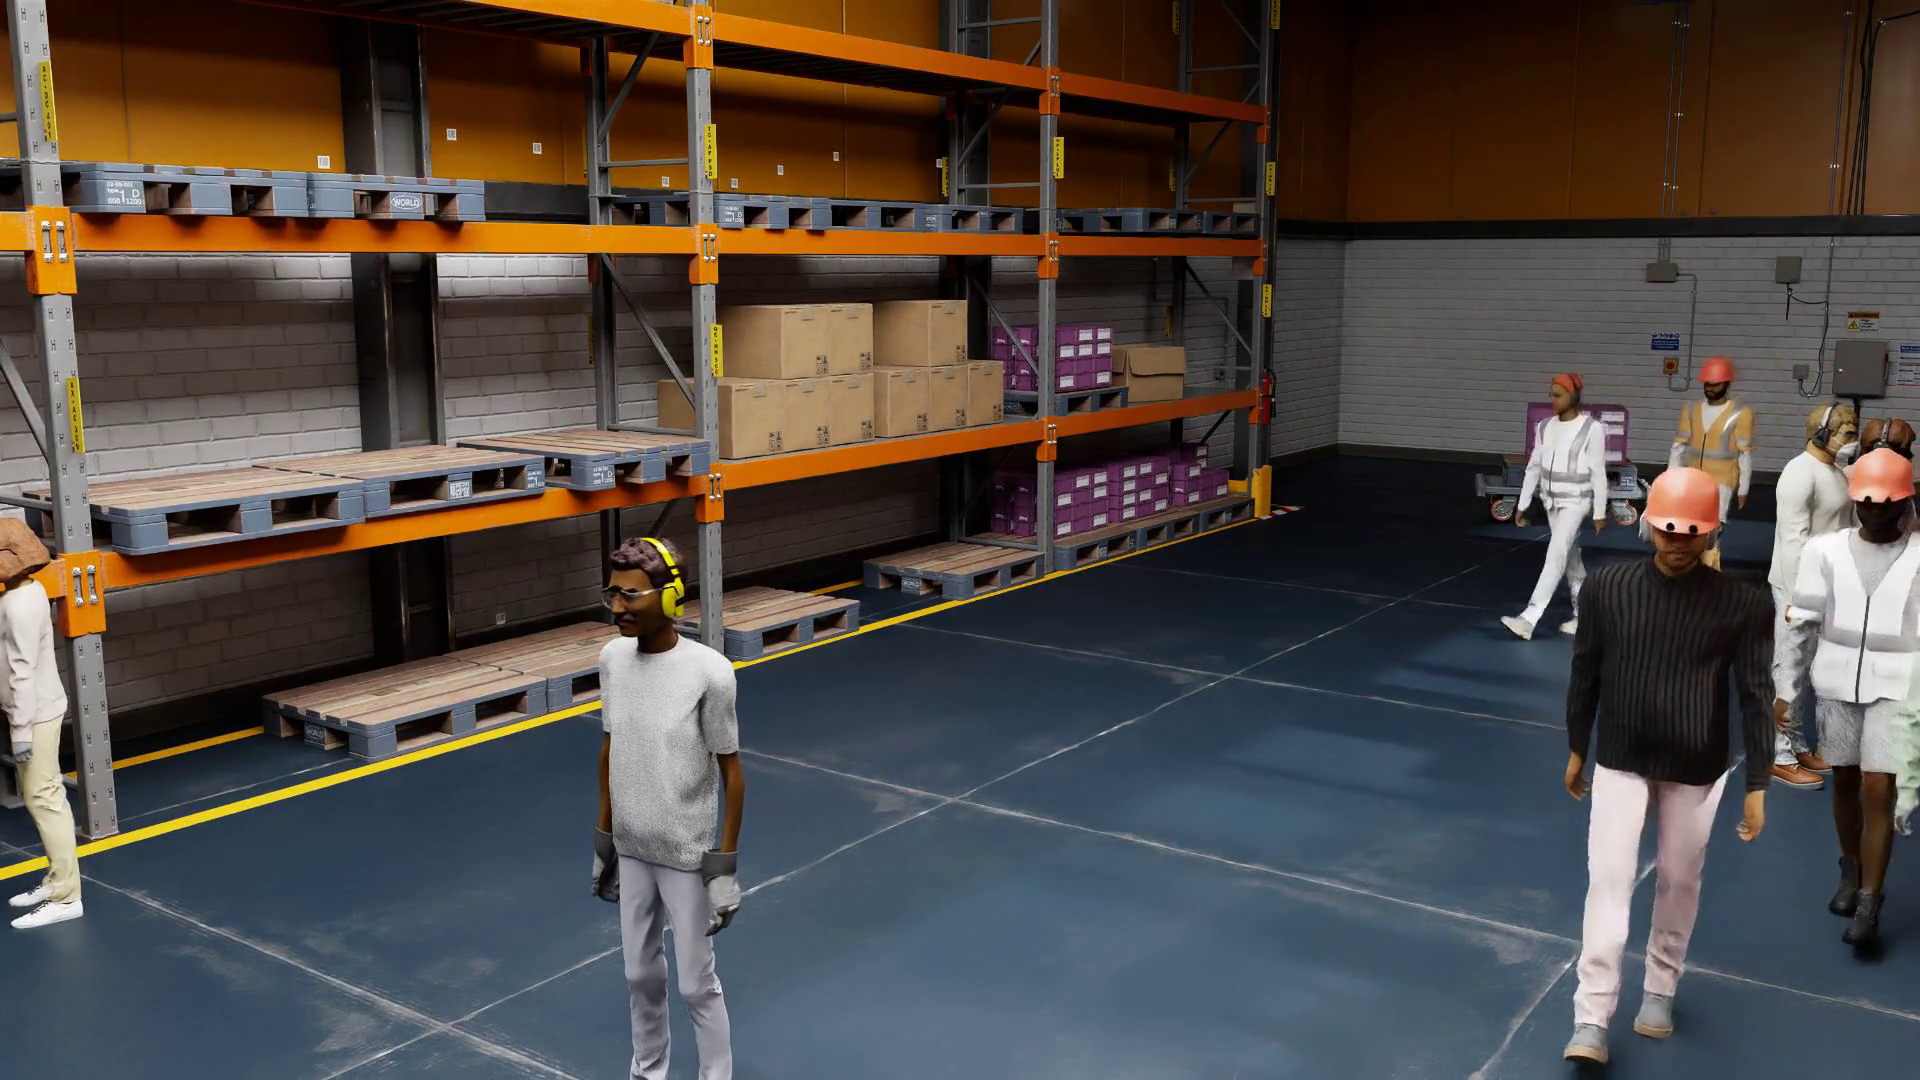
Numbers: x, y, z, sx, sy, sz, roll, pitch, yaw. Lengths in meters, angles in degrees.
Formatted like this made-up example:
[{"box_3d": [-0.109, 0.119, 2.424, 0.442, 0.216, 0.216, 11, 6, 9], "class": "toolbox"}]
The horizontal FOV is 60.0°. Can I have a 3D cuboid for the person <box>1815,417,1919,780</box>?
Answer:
[{"box_3d": [4.640, 0.294, 8.495, 0.430, 1.840, 0.623, 1, 10, 5], "class": "person"}]

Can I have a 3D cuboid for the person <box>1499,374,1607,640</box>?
[{"box_3d": [4.109, -0.226, 11.562, 0.961, 1.835, 0.608, -4, 10, -22], "class": "person"}]

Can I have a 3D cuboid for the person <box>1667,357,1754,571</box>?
[{"box_3d": [5.671, -0.439, 12.701, 0.957, 1.892, 0.570, -6, 11, -33], "class": "person"}]

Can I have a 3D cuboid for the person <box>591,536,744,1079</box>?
[{"box_3d": [-0.853, 0.906, 4.753, 0.532, 1.869, 0.311, 6, 11, 31], "class": "person"}]

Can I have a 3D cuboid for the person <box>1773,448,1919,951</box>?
[{"box_3d": [3.462, 0.604, 6.436, 0.570, 1.901, 0.886, 8, 12, 39], "class": "person"}]

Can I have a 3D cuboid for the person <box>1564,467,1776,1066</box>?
[{"box_3d": [2.277, 0.748, 5.401, 0.648, 1.959, 0.829, 5, 11, 27], "class": "person"}]

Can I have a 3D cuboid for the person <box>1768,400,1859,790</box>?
[{"box_3d": [4.283, 0.264, 8.377, 0.372, 1.938, 0.627, 8, 13, 40], "class": "person"}]

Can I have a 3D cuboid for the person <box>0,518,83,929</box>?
[{"box_3d": [-3.706, 0.716, 6.620, 0.277, 1.625, 0.499, -5, 11, -26], "class": "person"}]

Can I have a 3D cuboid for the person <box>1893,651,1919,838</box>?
[{"box_3d": [3.398, 0.905, 5.535, 0.513, 1.606, 0.735, 5, 11, 29], "class": "person"}]
